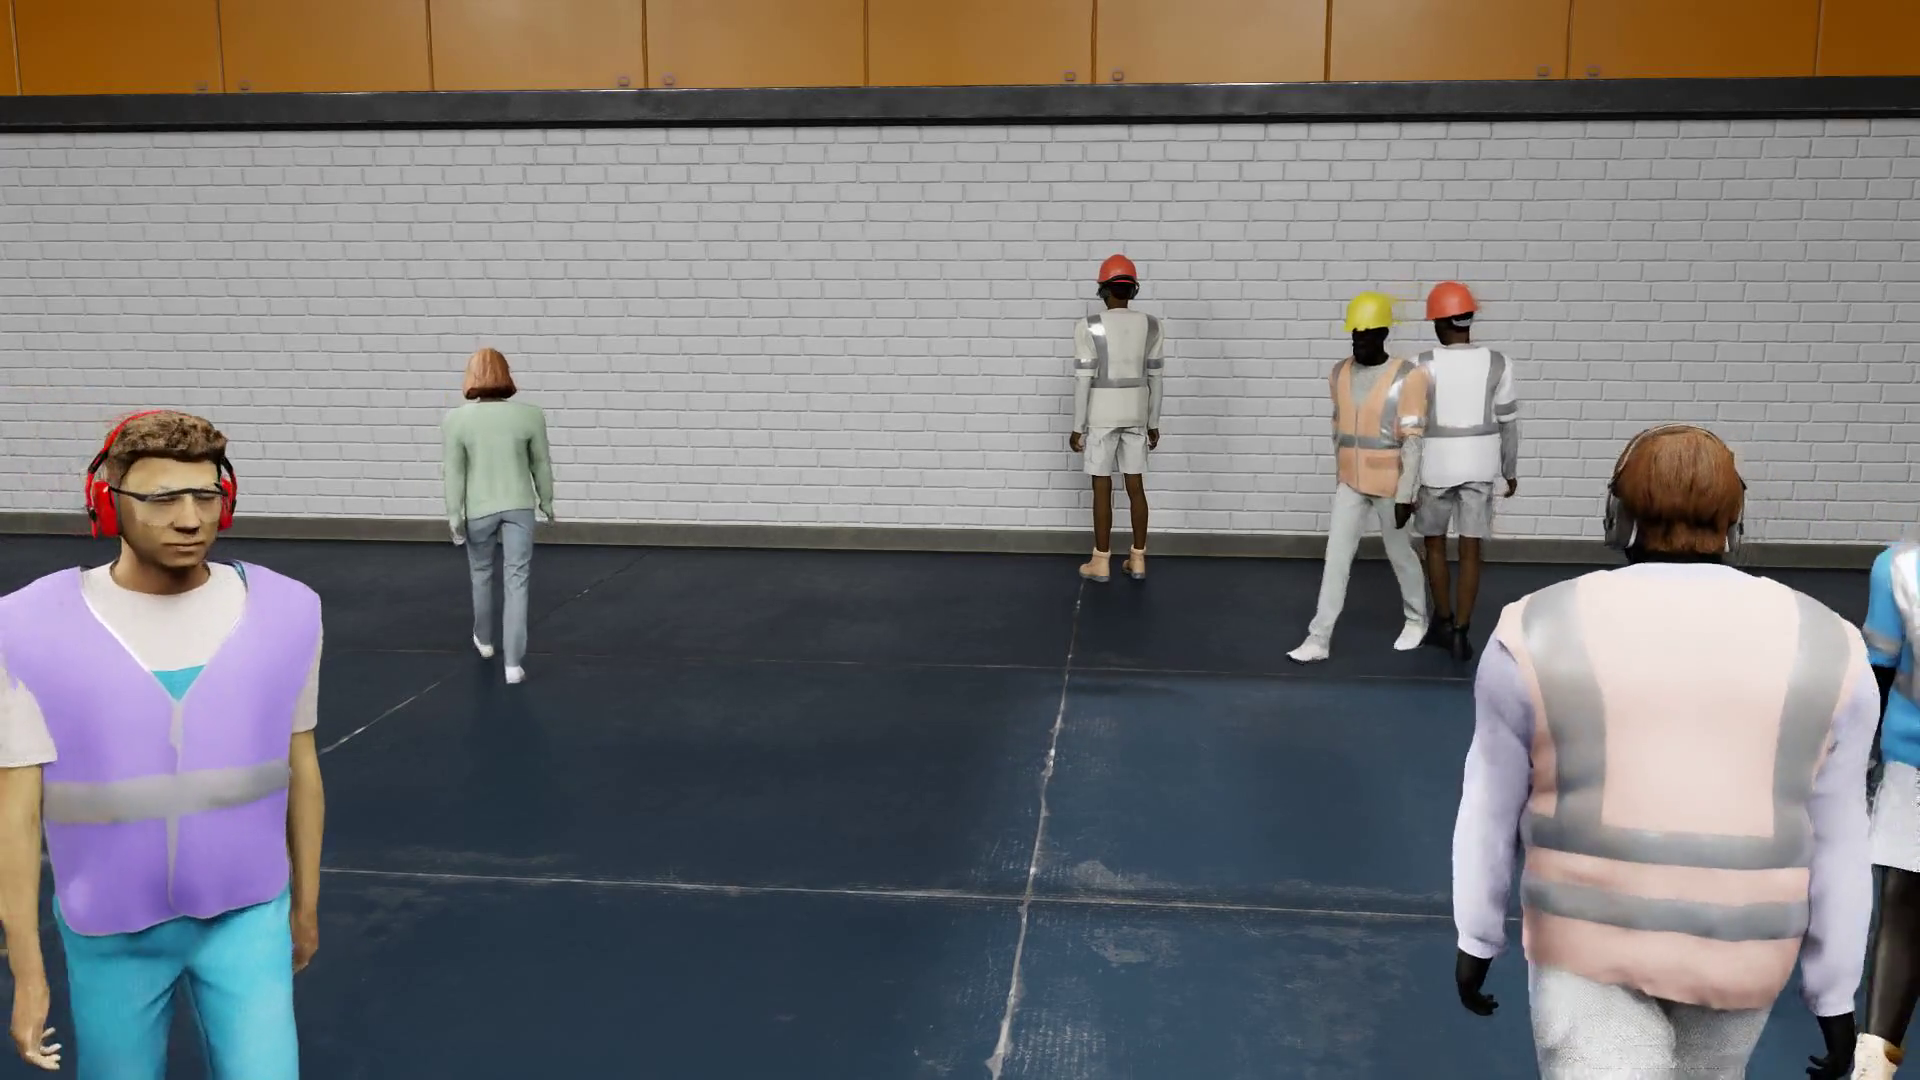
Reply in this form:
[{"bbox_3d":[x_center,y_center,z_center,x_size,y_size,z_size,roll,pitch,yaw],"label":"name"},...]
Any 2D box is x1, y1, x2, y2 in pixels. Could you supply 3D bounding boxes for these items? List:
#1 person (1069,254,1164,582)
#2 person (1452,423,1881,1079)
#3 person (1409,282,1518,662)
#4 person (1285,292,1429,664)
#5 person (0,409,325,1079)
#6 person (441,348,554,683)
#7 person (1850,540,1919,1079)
[{"bbox_3d":[0.970,-0.759,10.450,0.616,2.041,0.378,-4,11,-20],"label":"person"},{"bbox_3d":[1.178,0.703,2.835,0.650,1.794,0.935,2,10,11],"label":"person"},{"bbox_3d":[2.531,-0.350,8.491,0.581,1.911,0.496,2,10,12],"label":"person"},{"bbox_3d":[2.115,-0.314,8.422,1.018,1.872,0.603,-9,13,-41],"label":"person"},{"bbox_3d":[-1.438,0.655,3.021,0.574,1.816,0.848,-7,12,-36],"label":"person"},{"bbox_3d":[-2.258,-0.138,8.163,0.520,1.591,0.829,-3,10,-17],"label":"person"},{"bbox_3d":[2.370,0.568,3.914,0.552,1.656,0.829,7,12,36],"label":"person"}]
